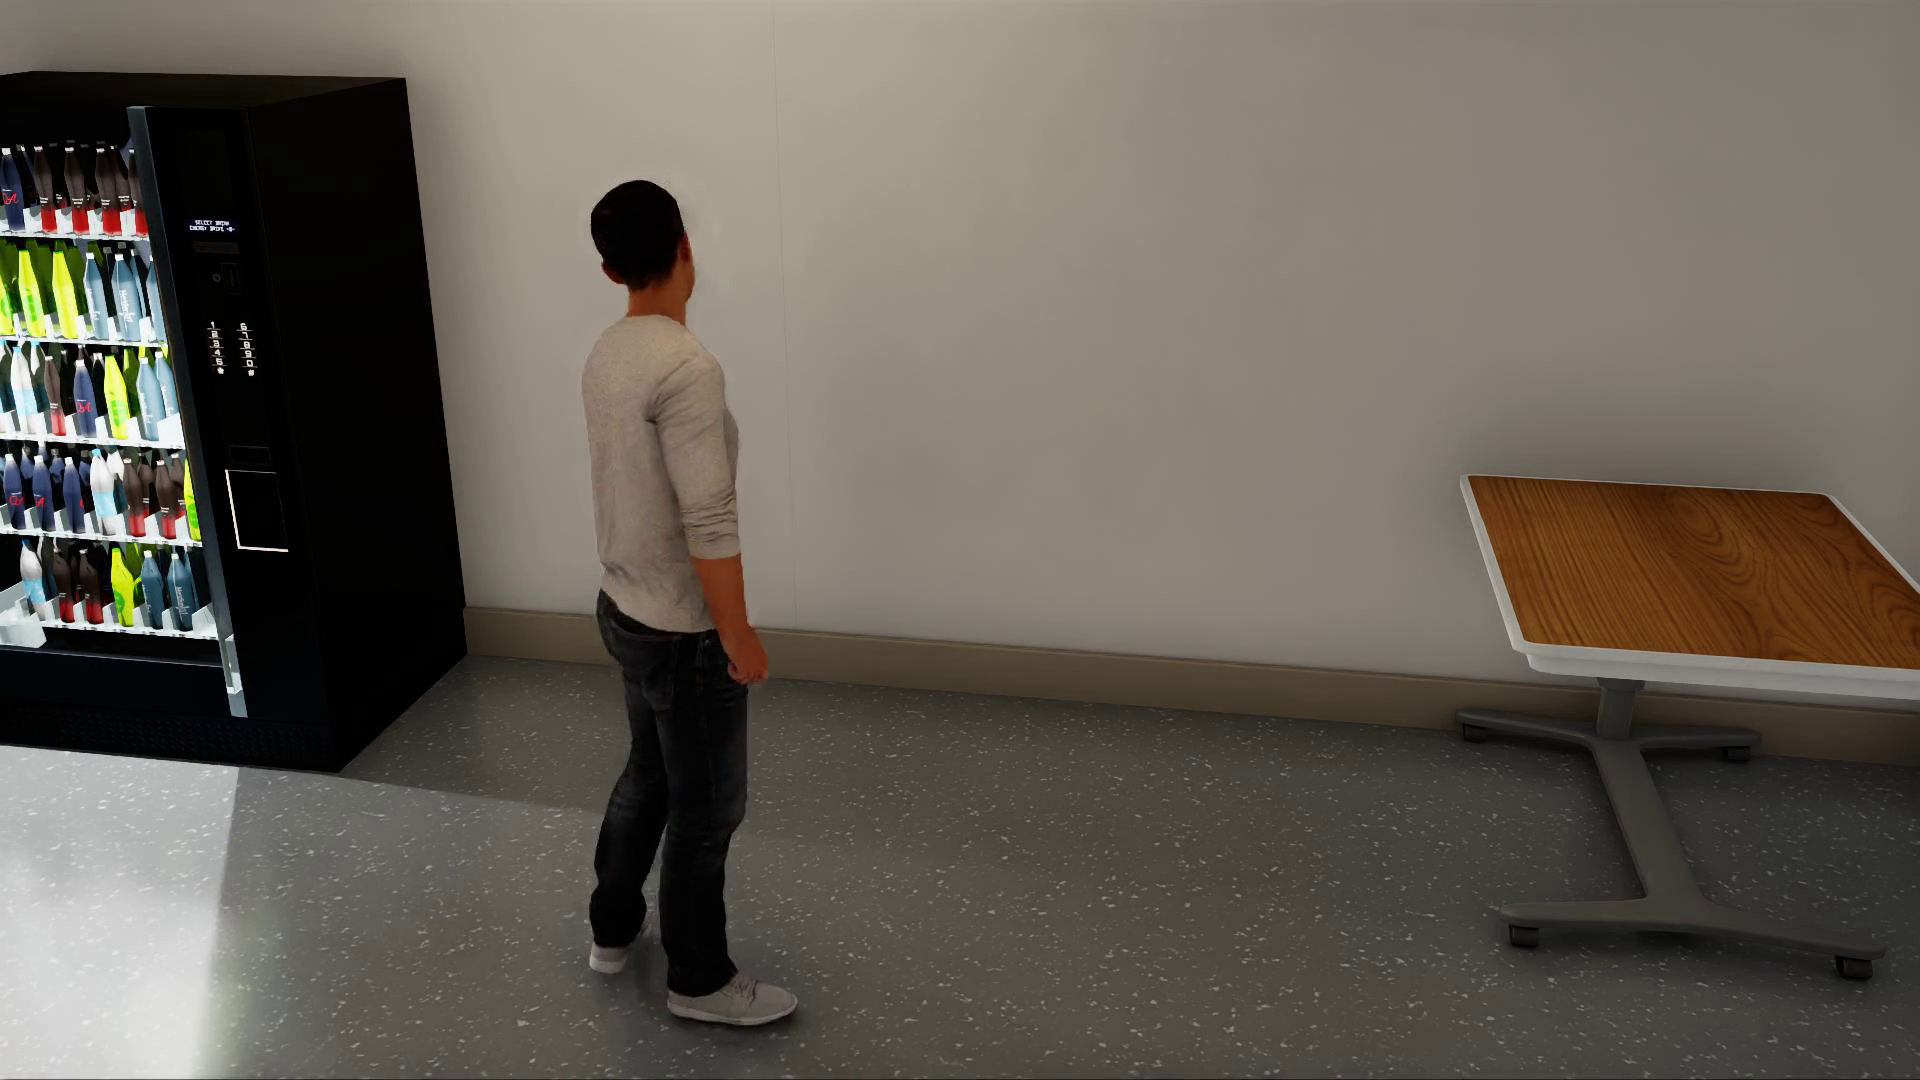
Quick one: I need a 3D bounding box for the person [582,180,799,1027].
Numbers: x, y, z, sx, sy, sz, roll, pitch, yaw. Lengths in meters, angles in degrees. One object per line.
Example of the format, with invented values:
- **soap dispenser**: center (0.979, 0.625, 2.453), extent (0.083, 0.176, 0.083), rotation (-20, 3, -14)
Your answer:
- **person**: center (-0.609, 0.174, 3.474), extent (0.854, 1.778, 0.819), rotation (-6, 21, -15)
